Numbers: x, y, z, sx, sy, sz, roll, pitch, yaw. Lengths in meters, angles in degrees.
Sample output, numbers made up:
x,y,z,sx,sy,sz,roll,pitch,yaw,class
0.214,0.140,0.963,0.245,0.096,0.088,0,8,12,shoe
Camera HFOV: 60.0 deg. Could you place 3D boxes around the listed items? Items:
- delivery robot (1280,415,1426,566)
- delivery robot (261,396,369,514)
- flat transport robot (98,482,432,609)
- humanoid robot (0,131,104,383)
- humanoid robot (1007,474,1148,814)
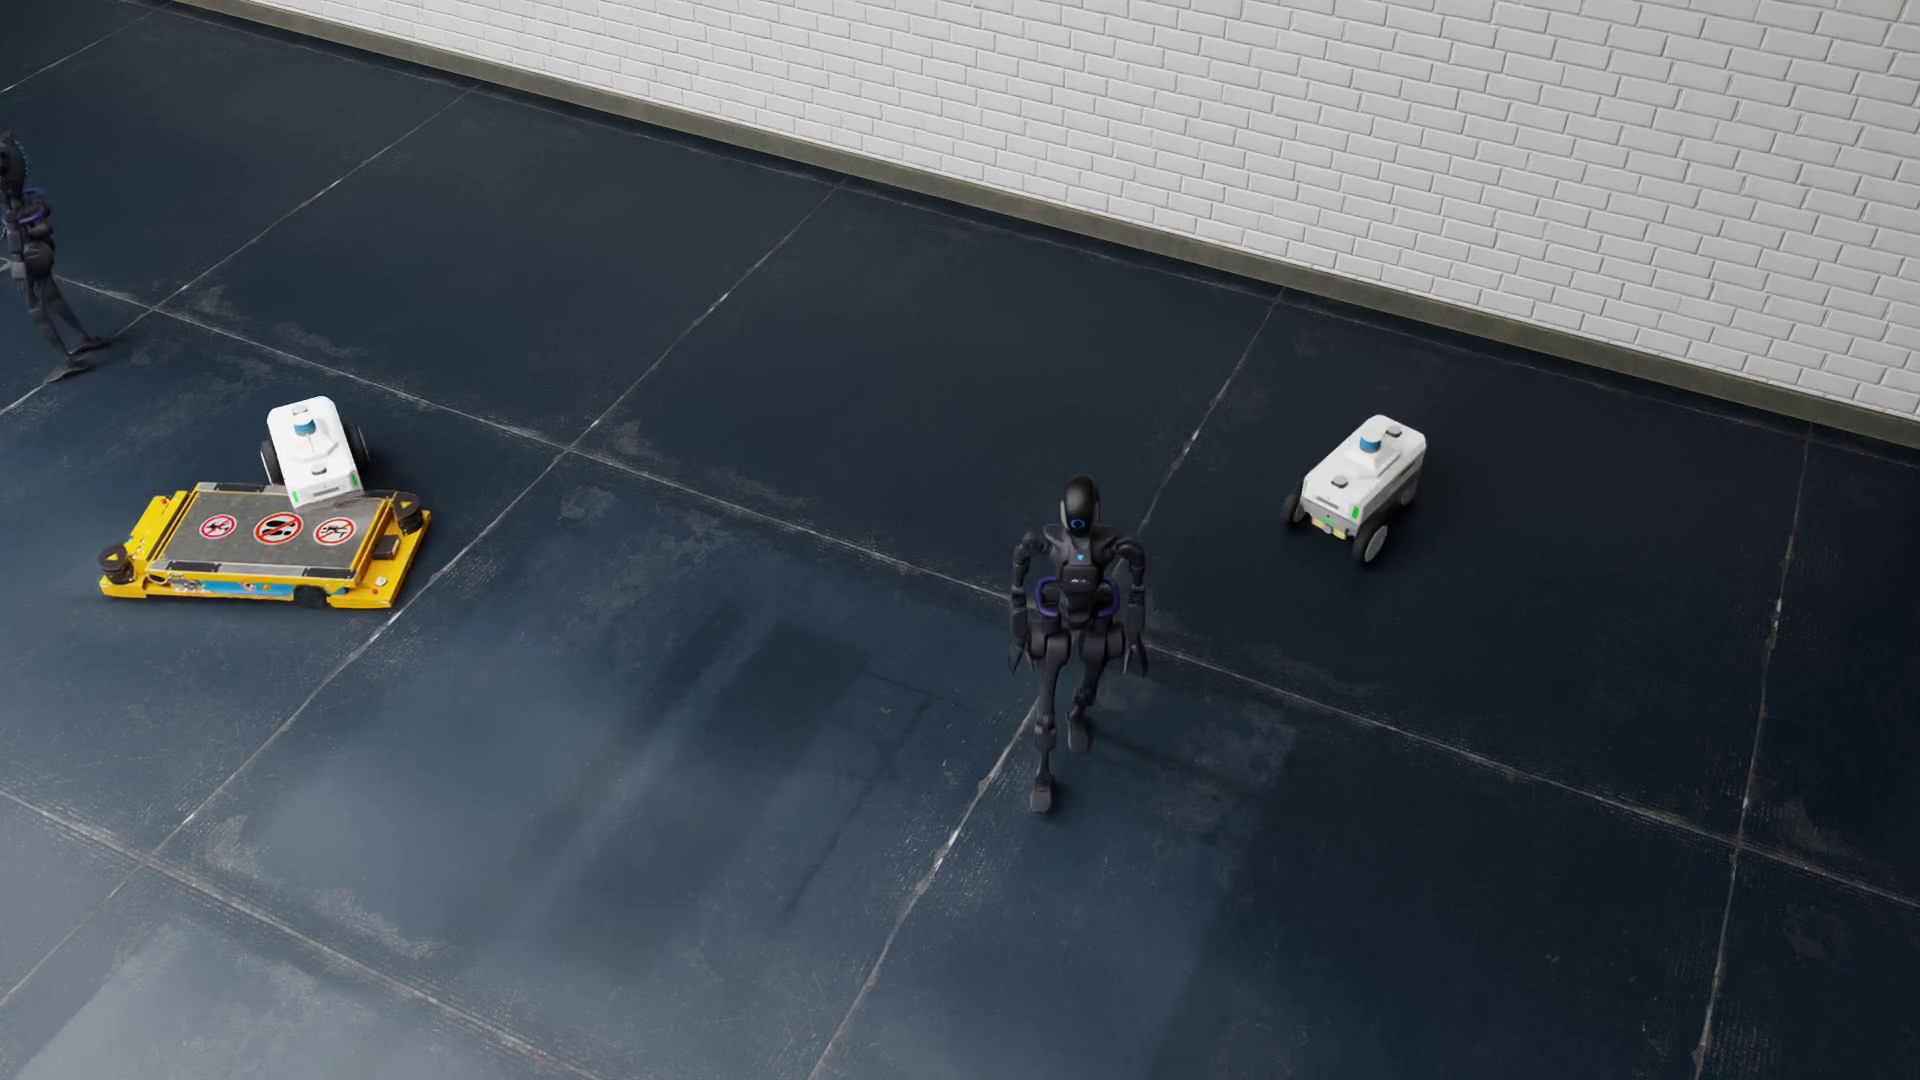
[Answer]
x,y,z,sx,sy,sz,roll,pitch,yaw,class
2.003,-0.280,8.351,0.499,0.601,0.775,31,51,29,delivery robot
-3.262,-0.401,8.470,0.523,0.585,0.737,-18,46,-19,delivery robot
-3.426,0.024,8.229,1.431,0.231,0.659,3,43,3,flat transport robot
-5.098,-1.644,8.986,0.404,1.653,0.601,-17,45,-18,humanoid robot
0.491,0.403,6.799,0.589,1.636,0.643,0,43,0,humanoid robot
